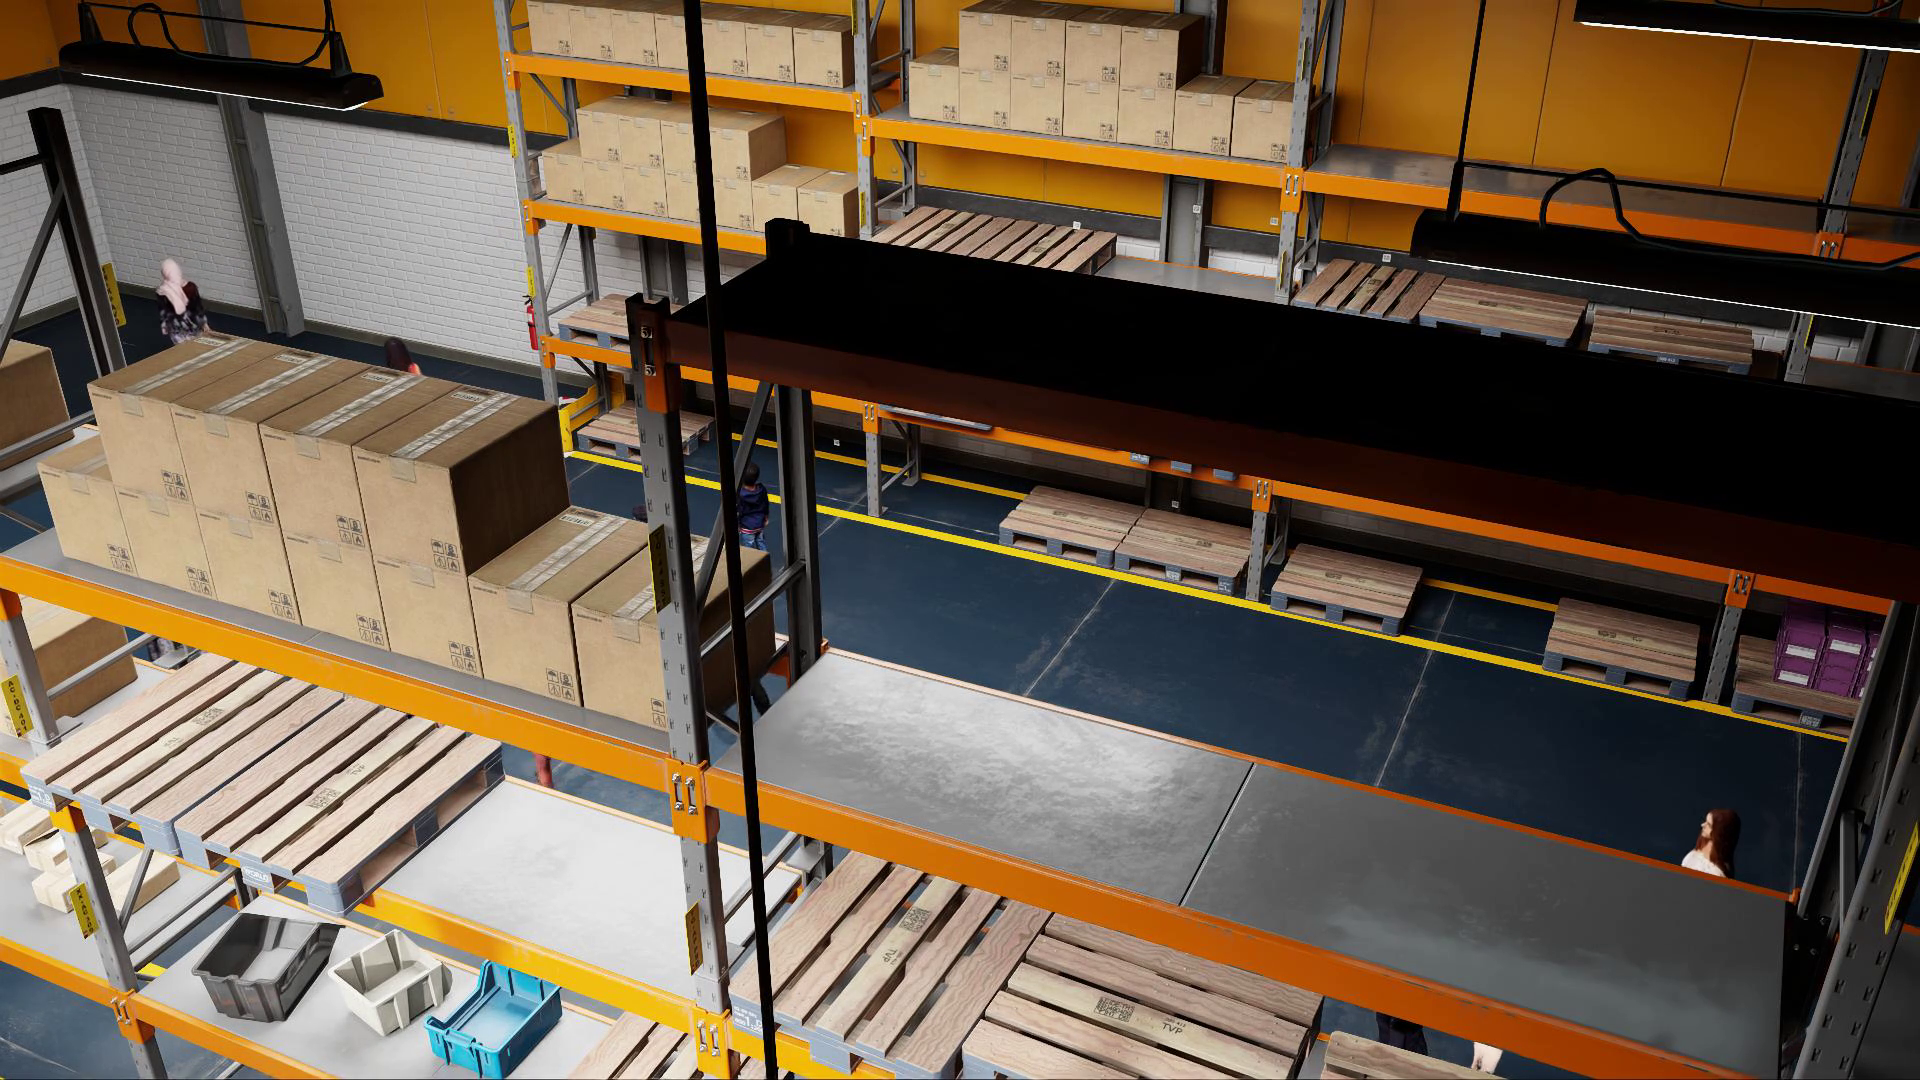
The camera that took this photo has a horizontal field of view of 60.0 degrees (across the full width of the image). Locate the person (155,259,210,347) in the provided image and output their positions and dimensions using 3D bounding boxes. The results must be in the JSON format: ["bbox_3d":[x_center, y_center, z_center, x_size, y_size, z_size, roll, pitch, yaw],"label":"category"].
[{"bbox_3d":[-9.023,-2.462,19.455,1.086,1.601,0.818,22,36,34],"label":"person"}]

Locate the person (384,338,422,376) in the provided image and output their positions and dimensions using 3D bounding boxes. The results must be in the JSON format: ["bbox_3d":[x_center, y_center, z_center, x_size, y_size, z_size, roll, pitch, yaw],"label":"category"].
[{"bbox_3d":[-5.663,-1.224,17.119,0.950,1.664,1.215,-22,35,-34],"label":"person"}]

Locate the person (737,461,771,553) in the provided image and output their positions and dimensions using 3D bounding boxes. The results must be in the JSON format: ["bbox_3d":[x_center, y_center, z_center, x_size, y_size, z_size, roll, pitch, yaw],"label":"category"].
[{"bbox_3d":[-1.961,-0.189,15.685,0.597,1.221,0.624,-18,33,-29],"label":"person"}]
